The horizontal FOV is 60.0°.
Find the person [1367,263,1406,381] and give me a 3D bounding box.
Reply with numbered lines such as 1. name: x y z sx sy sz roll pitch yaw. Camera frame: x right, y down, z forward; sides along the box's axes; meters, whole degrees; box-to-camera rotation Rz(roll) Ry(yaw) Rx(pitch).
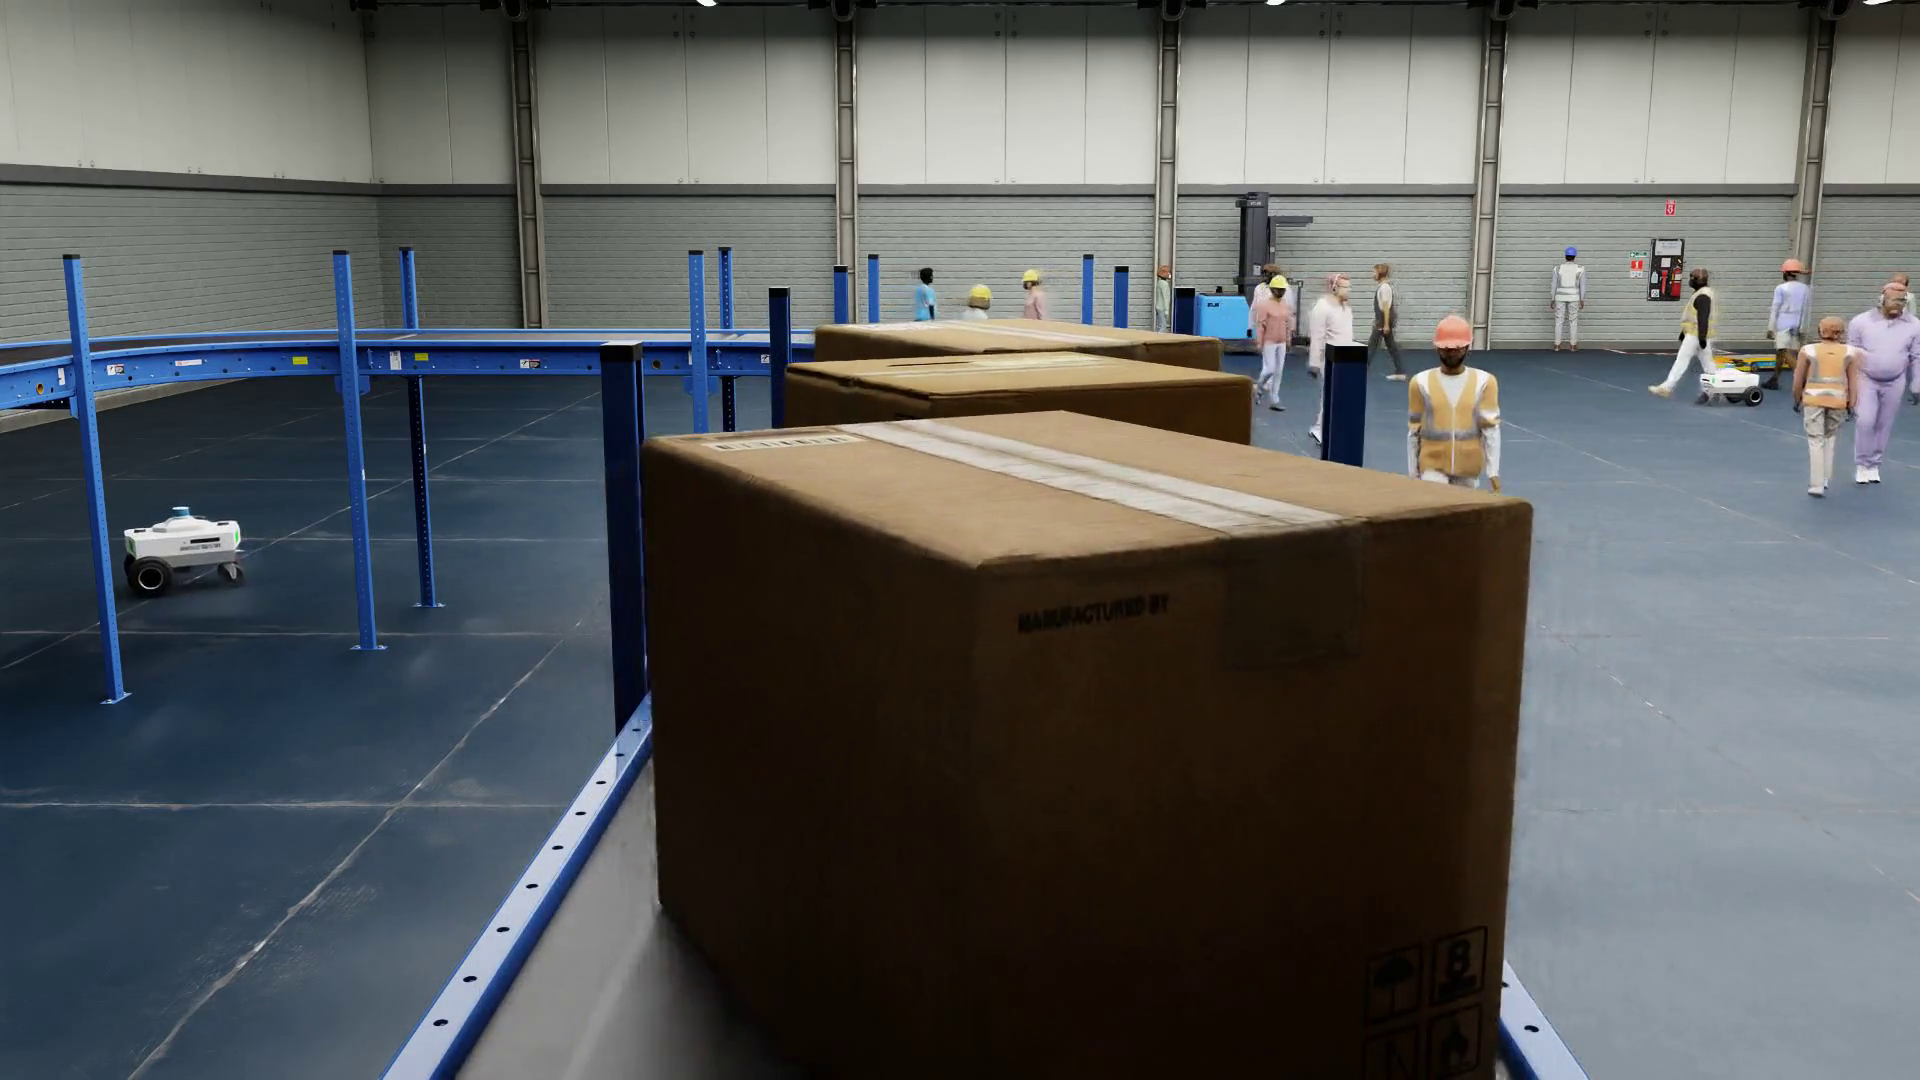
1. person: 6.432 -3.338 25.530 0.974 1.787 0.529 4 12 18

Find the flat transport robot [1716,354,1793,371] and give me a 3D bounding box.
1. flat transport robot: 13.155 -2.943 27.521 1.431 0.197 0.652 -4 12 -20

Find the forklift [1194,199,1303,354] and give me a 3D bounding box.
1. forklift: 5.313 -4.851 30.603 1.873 2.768 1.129 0 11 1

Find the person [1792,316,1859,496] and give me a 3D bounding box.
1. person: 7.823 -1.225 15.112 0.509 1.612 0.636 2 11 10

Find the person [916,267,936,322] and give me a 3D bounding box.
1. person: -0.594 -3.629 27.299 0.444 1.683 0.539 -4 12 -19

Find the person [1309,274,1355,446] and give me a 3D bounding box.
1. person: 4.073 -1.929 18.014 0.439 1.888 0.685 10 15 41

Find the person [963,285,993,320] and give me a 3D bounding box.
1. person: 0.239 -2.122 19.483 0.816 1.704 0.500 -8 14 -35

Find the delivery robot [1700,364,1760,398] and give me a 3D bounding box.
1. delivery robot: 10.339 -2.126 22.348 0.707 0.478 0.477 -1 11 -8

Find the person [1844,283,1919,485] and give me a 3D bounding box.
1. person: 8.655 -1.450 15.580 0.667 1.876 0.816 4 12 17

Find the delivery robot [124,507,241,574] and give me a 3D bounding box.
1. delivery robot: -5.287 0.017 11.329 0.707 0.478 0.477 -6 13 -28

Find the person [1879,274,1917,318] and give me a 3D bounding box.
1. person: 14.491 -3.281 25.671 0.744 1.607 0.546 -7 13 -34

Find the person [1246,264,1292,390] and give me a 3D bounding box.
1. person: 4.393 -3.066 24.053 0.818 1.811 0.664 -8 14 -37

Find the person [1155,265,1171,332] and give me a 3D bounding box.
1. person: 3.657 -4.122 29.957 0.282 1.633 0.498 -2 11 -9

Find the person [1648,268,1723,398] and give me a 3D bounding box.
1. person: 10.164 -2.859 23.064 0.963 1.792 0.622 5 12 26

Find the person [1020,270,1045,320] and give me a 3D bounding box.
1. person: 1.040 -3.101 24.507 0.921 1.716 0.545 -3 11 -15

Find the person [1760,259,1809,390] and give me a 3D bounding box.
1. person: 11.993 -3.099 24.018 0.555 1.910 0.885 -4 12 -20

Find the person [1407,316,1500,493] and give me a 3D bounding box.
1. person: 3.099 -0.459 10.487 0.568 1.885 0.982 2 11 12

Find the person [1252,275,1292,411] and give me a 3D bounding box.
1. person: 4.087 -2.566 21.646 0.543 1.753 0.408 -7 13 -33

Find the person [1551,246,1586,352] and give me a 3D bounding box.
1. person: 11.363 -4.504 31.108 0.609 1.946 0.405 4 12 22
